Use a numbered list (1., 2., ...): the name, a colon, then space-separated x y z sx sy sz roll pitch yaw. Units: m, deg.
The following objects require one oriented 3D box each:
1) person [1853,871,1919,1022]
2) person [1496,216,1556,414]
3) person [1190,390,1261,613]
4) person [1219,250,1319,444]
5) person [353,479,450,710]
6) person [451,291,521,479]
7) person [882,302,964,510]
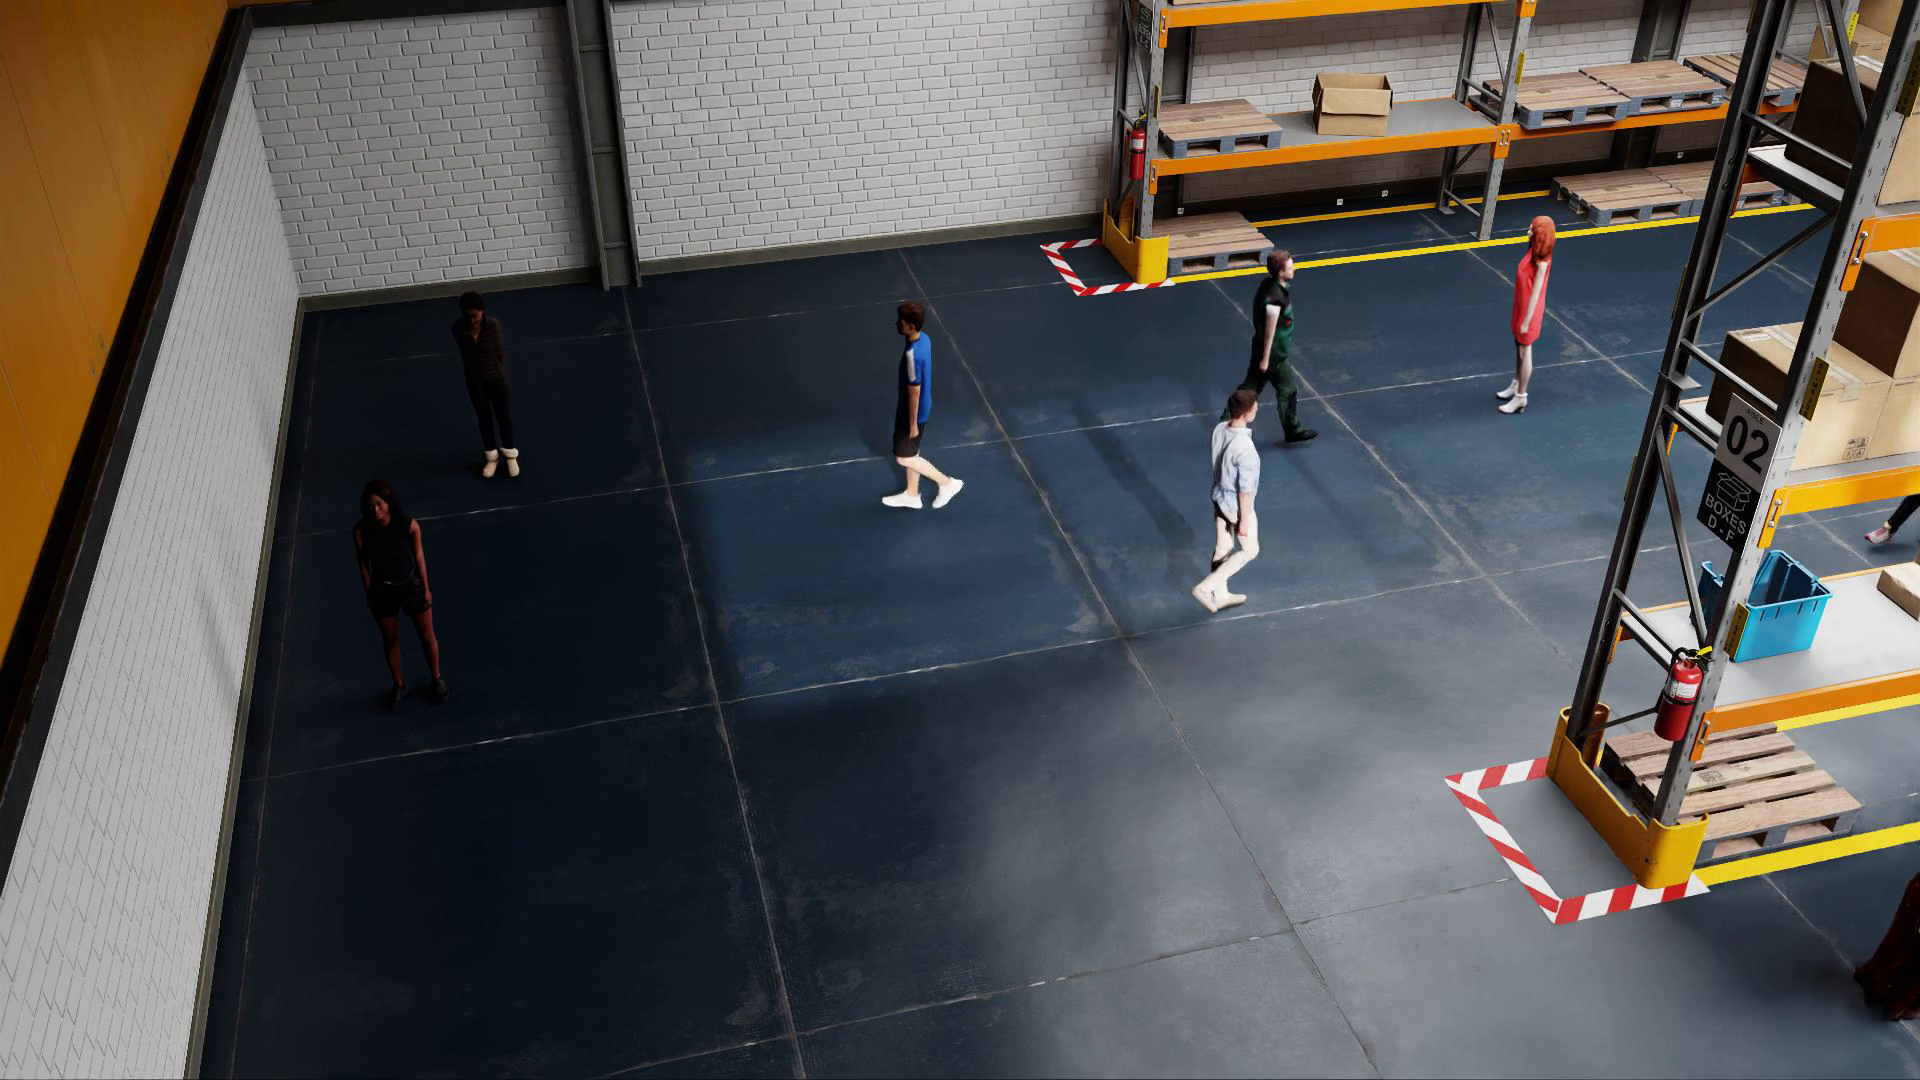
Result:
1. person: 5.202 1.926 8.982 0.892 1.643 0.817 22 39 29
2. person: 5.041 -2.007 14.735 0.641 1.825 0.656 5 34 7
3. person: 1.900 -0.243 12.067 0.777 1.840 0.701 -12 35 -17
4. person: 2.561 -1.605 14.151 1.162 1.802 0.802 -2 34 -2
5. person: -3.798 0.358 11.254 0.448 1.741 0.650 -8 34 -12
6. person: -3.951 -1.339 13.881 0.580 1.657 0.652 -25 41 -33
7. person: -0.291 -1.034 13.247 1.004 1.852 0.827 2 34 3
